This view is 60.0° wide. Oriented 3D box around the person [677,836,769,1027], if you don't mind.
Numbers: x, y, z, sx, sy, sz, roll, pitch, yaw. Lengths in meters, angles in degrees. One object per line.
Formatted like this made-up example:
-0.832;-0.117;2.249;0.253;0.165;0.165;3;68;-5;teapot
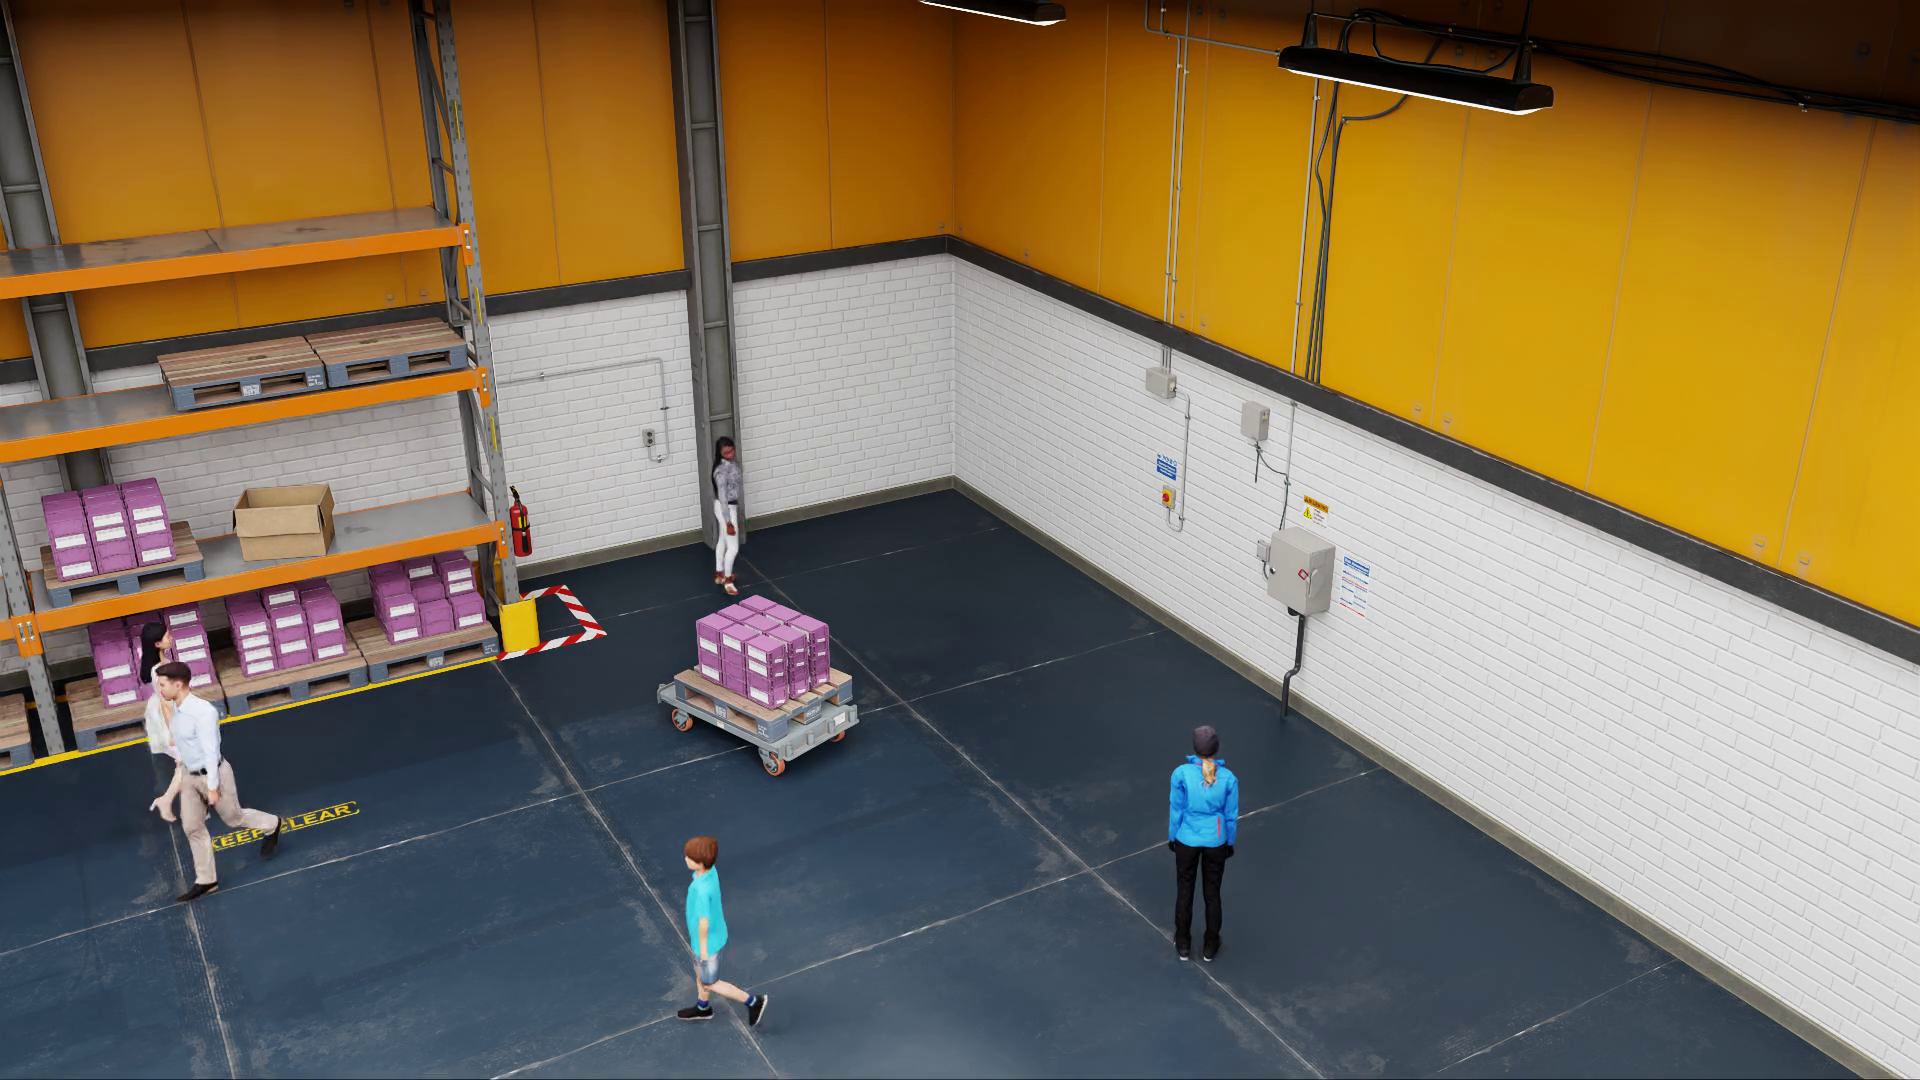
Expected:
-1.567;2.551;10.766;0.926;1.432;0.768;0;24;0;person

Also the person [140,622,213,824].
-6.161;1.462;12.847;0.801;1.762;0.684;-17;29;-33;person

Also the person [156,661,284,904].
-5.455;1.708;12.220;1.018;1.813;1.257;12;26;26;person

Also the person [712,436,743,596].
-2.375;-0.272;16.894;0.840;1.697;0.815;-1;24;-3;person

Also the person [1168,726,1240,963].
1.650;2.077;11.393;0.671;1.800;0.753;4;24;9;person
